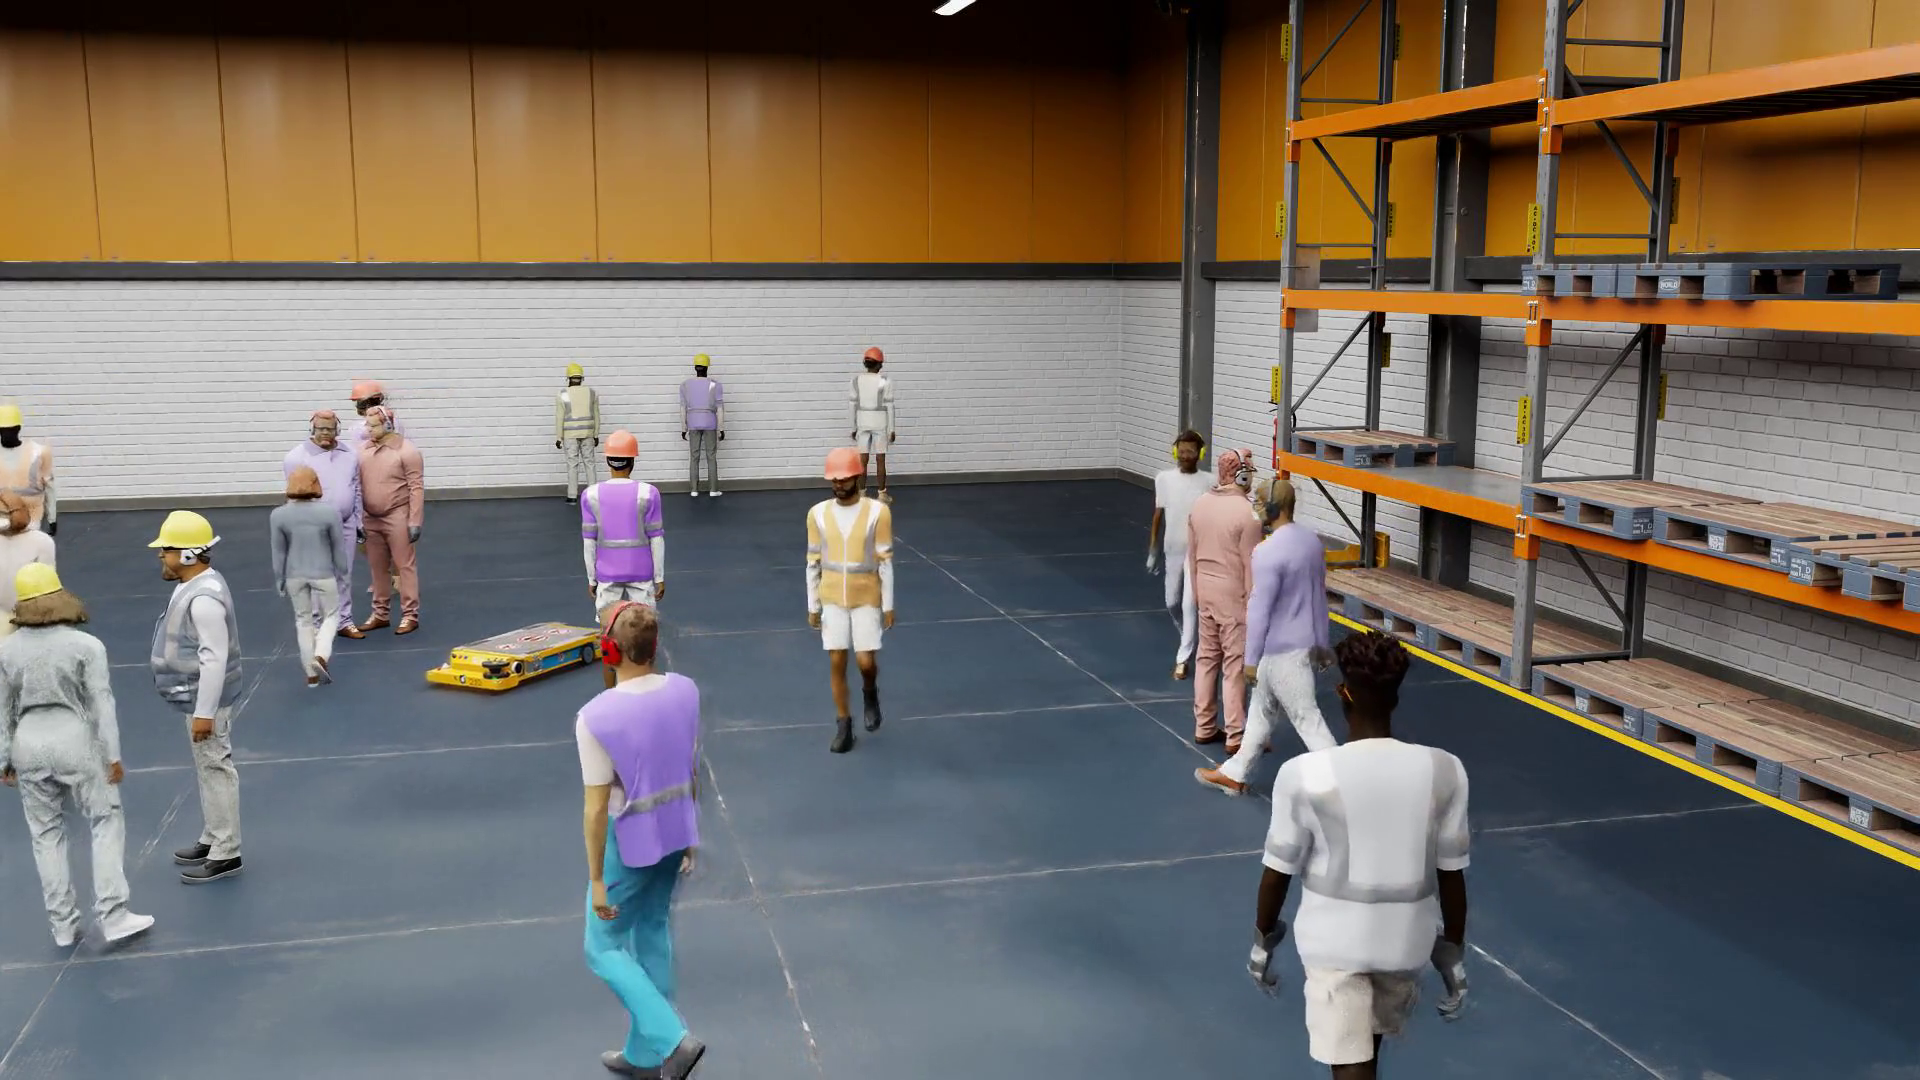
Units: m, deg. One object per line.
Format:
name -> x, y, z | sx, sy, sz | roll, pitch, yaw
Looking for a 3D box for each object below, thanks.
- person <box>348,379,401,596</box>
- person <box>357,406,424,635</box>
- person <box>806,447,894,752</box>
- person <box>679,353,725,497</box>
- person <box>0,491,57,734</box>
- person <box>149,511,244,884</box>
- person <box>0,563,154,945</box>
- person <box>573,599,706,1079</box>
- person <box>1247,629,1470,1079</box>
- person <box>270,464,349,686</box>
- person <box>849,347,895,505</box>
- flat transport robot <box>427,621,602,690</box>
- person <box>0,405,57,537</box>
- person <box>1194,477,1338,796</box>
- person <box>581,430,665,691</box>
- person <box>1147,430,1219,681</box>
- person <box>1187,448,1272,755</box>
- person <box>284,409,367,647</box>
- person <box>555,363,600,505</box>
person -> -5.375, -0.464, 15.286 | 0.445, 2.027, 0.623 | 5, 10, 26
person -> -4.753, -0.164, 13.789 | 0.643, 1.901, 0.400 | 4, 10, 22
person -> -0.686, 0.360, 10.448 | 0.560, 1.918, 0.499 | 2, 9, 10
person -> -3.433, -1.525, 22.191 | 0.594, 1.926, 0.367 | 0, 9, 1
person -> -5.970, 0.492, 10.558 | 0.513, 1.616, 0.423 | -1, 9, -8
person -> -3.757, 0.763, 8.203 | 0.403, 1.835, 0.586 | -5, 10, -27
person -> -3.998, 0.954, 7.420 | 0.585, 1.707, 0.458 | -1, 9, -9
person -> -1.120, 1.121, 5.985 | 0.548, 1.830, 0.570 | 7, 11, 36
person -> 1.223, 1.218, 5.125 | 0.623, 1.913, 0.998 | -1, 9, -9
person -> -4.657, 0.270, 11.914 | 0.514, 1.621, 0.435 | -1, 9, -8
person -> -1.116, -1.473, 21.506 | 0.614, 2.040, 0.390 | 3, 10, 18
flat transport robot -> -3.253, 0.852, 12.511 | 0.652, 0.197, 1.431 | 4, 10, 25
person -> -8.103, -0.227, 14.284 | 0.601, 1.875, 1.022 | -3, 10, -18
person -> 1.799, 0.591, 9.186 | 1.028, 1.881, 0.648 | 6, 11, 33
person -> -2.263, 0.225, 11.240 | 0.545, 1.939, 0.354 | -1, 9, -3
person -> 1.694, 0.073, 12.499 | 0.525, 1.847, 0.850 | 3, 10, 19
person -> 1.699, 0.376, 10.393 | 0.399, 1.910, 0.643 | -5, 10, -29
person -> -5.083, -0.107, 13.424 | 0.399, 1.902, 0.642 | 8, 12, 40
person -> -4.944, -1.366, 21.488 | 0.588, 1.835, 0.403 | -6, 11, -31
